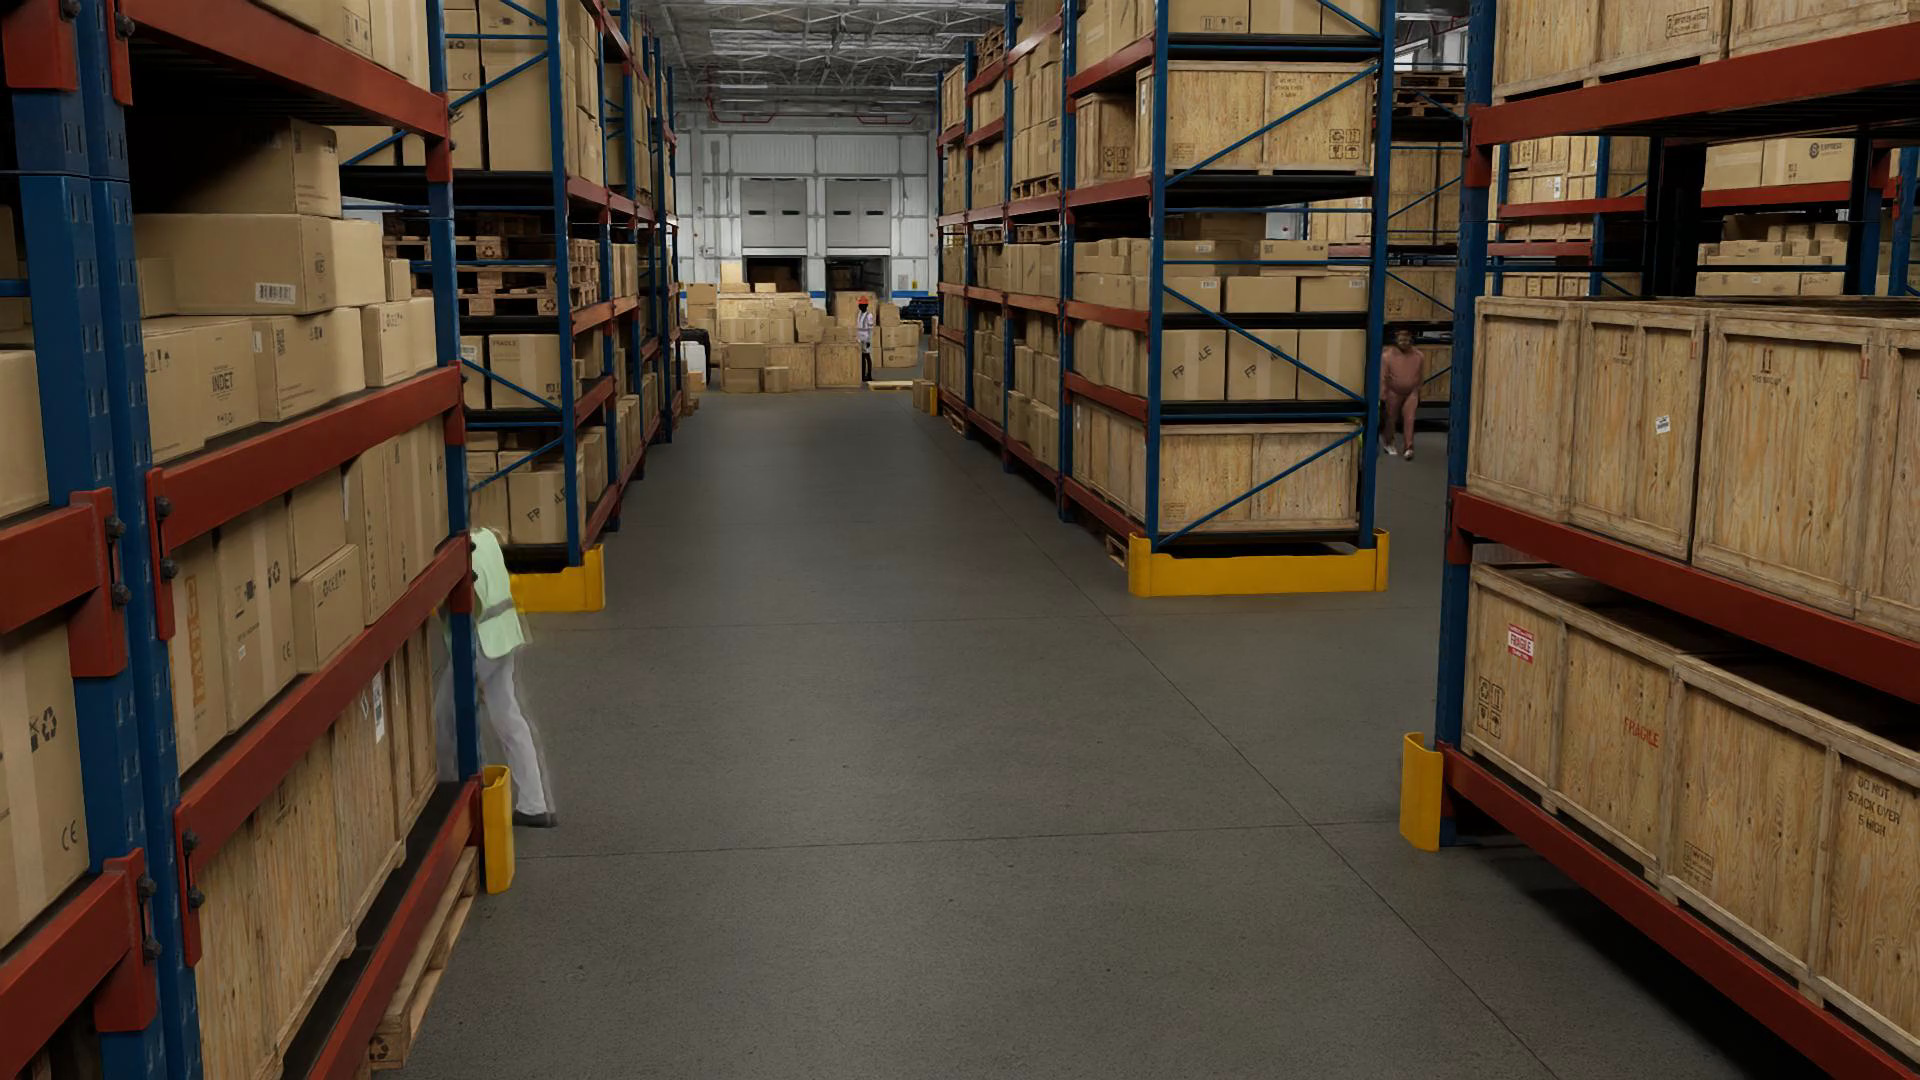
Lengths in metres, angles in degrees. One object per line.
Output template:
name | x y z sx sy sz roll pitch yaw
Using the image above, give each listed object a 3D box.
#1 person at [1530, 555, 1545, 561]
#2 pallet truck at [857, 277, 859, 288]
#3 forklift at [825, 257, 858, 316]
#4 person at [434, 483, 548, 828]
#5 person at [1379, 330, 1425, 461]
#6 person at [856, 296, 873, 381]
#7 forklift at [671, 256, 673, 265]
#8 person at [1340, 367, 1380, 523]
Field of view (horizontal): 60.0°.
person | 3.328 0.447 8.940 0.993 1.849 0.667 -3 10 -14
pallet truck | -3.782 -9.391 65.808 1.885 1.965 0.823 2 10 10
forklift | -3.425 -6.810 48.214 1.129 2.768 1.873 -3 10 -16
person | -2.513 0.581 8.307 0.902 1.799 0.617 1 10 7
person | 6.269 -2.076 23.698 0.649 1.847 1.054 1 10 4
person | -2.207 -4.601 38.083 0.351 1.942 0.547 -7 12 -34
forklift | -10.987 -9.066 61.344 1.129 2.768 1.873 -1 10 -7
person | 4.335 -1.037 18.060 0.320 1.692 0.529 -8 12 -38
